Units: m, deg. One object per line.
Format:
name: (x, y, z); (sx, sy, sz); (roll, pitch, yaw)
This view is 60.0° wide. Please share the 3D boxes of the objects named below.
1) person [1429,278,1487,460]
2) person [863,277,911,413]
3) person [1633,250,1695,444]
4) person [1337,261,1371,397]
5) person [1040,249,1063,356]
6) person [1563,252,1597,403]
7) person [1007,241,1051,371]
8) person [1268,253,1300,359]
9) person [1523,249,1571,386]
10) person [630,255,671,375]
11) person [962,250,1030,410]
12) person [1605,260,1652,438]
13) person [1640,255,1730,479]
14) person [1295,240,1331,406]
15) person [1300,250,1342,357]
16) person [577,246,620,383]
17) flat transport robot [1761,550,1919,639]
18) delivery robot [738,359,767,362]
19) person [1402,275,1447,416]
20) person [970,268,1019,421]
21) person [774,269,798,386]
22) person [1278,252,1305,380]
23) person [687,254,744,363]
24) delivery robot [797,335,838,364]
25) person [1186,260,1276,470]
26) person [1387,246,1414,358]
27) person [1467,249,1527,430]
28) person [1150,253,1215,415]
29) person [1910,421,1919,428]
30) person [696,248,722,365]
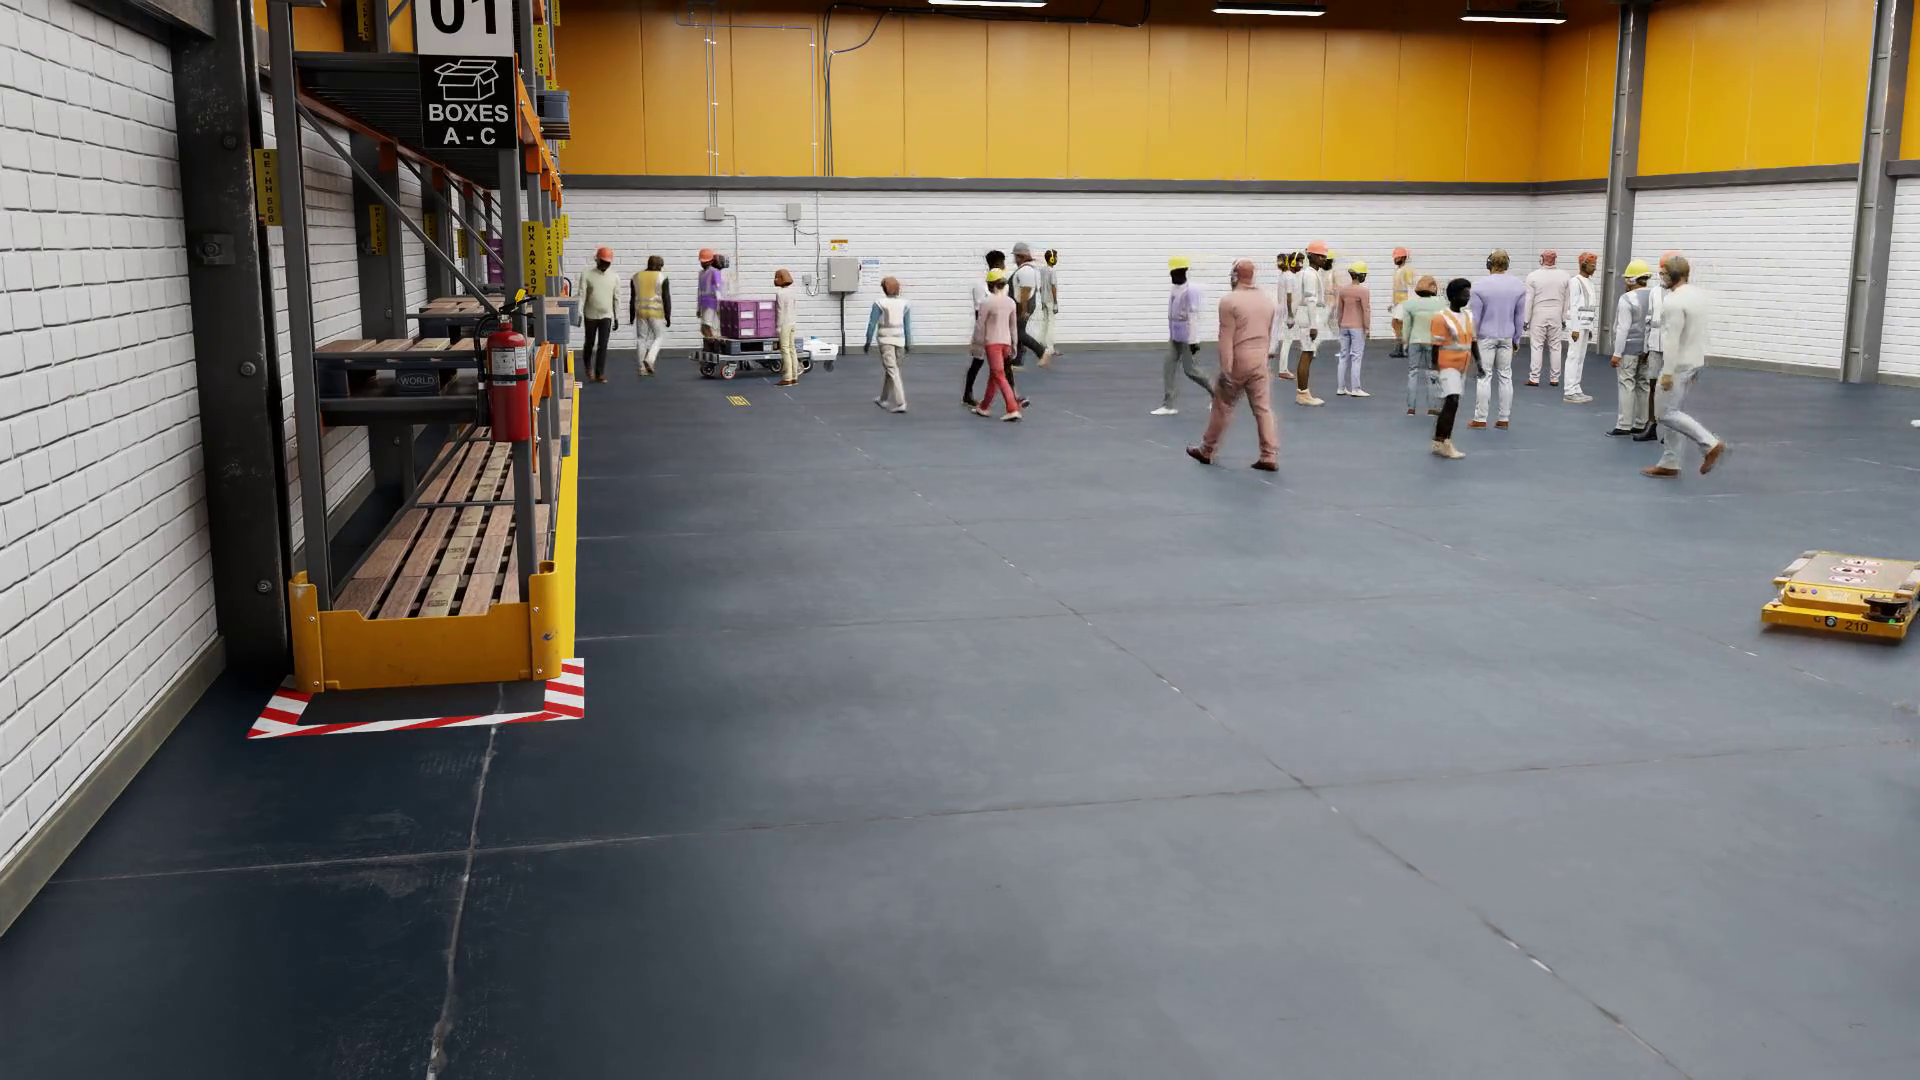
person: (4.654, -1.604, 15.566); (0.551, 1.677, 0.533); (-9, 13, -39)
person: (-0.853, -2.320, 19.792); (0.527, 1.593, 0.851); (-8, 13, -37)
person: (7.098, -1.929, 16.704); (0.366, 1.931, 0.542); (-7, 13, -36)
person: (5.165, -2.756, 21.740); (0.327, 1.767, 0.533); (-6, 12, -32)
person: (1.592, -4.169, 29.295); (0.323, 1.866, 0.528); (-5, 11, -25)
person: (7.827, -2.674, 20.952); (0.356, 1.886, 0.574); (7, 13, 36)
person: (1.008, -3.622, 25.774); (0.729, 2.000, 0.692); (1, 10, 5)
person: (5.657, -4.011, 28.546); (0.929, 1.831, 0.519); (-3, 11, -15)
person: (8.163, -3.092, 23.212); (0.643, 1.910, 0.400); (0, 10, 0)
person: (-4.672, -3.369, 25.015); (0.715, 1.808, 0.490); (2, 10, 12)
person: (0.389, -2.516, 20.010); (0.614, 1.922, 1.001); (-10, 14, -44)
person: (6.941, -1.961, 17.153); (0.600, 1.828, 0.404); (-6, 12, -29)
person: (6.155, -1.433, 14.006); (0.661, 1.910, 0.651); (8, 13, 36)
person: (4.347, -2.667, 20.496); (0.394, 2.038, 0.605); (2, 10, 9)
person: (6.420, -4.114, 28.976); (1.001, 1.880, 0.607); (-3, 11, -15)
person: (-5.238, -3.248, 23.981); (0.664, 1.950, 0.799); (-5, 12, -28)
flat transport robot: (4.879, 0.274, 9.094); (0.652, 0.197, 1.431); (7, 13, 35)
delivery robot: (-3.197, -3.009, 26.239); (0.707, 0.478, 0.477); (-5, 11, -24)
person: (5.383, -2.250, 19.306); (0.501, 1.631, 0.285); (5, 12, 28)
person: (0.410, -2.218, 18.893); (0.528, 1.722, 0.906); (-10, 14, -44)
person: (-2.451, -2.976, 23.327); (0.268, 1.630, 0.507); (3, 11, 18)
person: (4.872, -3.290, 24.430); (0.332, 1.863, 0.532); (2, 10, 12)
person: (-4.027, -3.812, 27.517); (0.935, 1.791, 0.634); (0, 10, 0)
delivery robot: (-2.260, -2.930, 25.796); (0.707, 0.478, 0.477); (-5, 11, -25)
person: (2.497, -1.568, 14.909); (0.678, 1.852, 0.993); (-6, 12, -32)
person: (7.575, -4.110, 28.805); (0.528, 1.919, 0.580); (-2, 10, -11)
person: (5.734, -2.142, 17.858); (0.635, 1.939, 0.367); (-1, 10, -7)
person: (2.687, -2.400, 19.439); (0.850, 1.895, 0.599); (-4, 11, -20)
person: (10.731, -2.045, 17.710); (0.514, 1.812, 0.924); (-6, 12, -29)
person: (-4.110, -3.783, 27.024); (0.475, 1.906, 0.601); (-8, 13, -37)
